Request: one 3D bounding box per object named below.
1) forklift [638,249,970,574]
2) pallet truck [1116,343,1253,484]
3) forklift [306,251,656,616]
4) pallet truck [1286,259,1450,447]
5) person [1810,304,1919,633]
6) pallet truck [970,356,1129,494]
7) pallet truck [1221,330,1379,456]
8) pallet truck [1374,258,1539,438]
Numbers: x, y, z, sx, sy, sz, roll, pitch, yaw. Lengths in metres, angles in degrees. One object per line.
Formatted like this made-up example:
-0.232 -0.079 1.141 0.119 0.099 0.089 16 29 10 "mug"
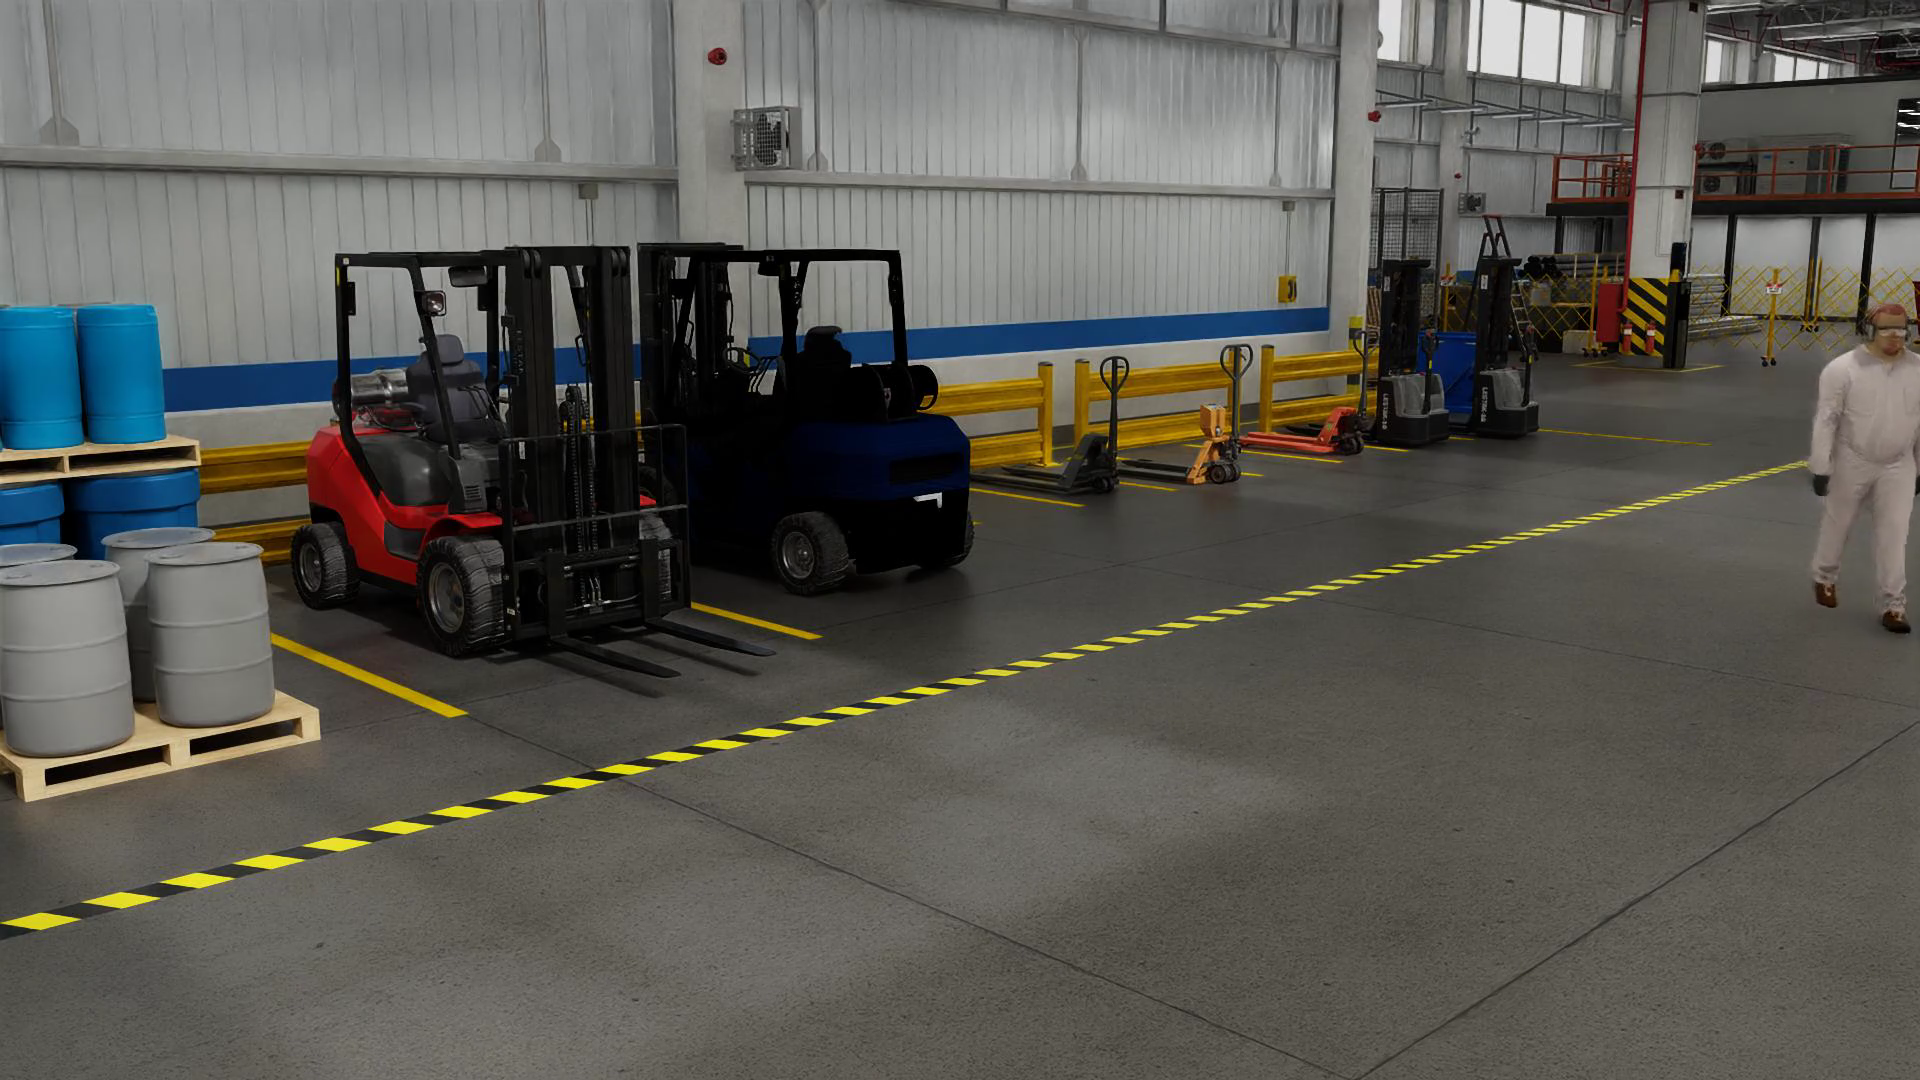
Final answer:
-1.173 -0.958 11.239 2.680 1.987 1.157 10 14 43 "forklift"
1.962 -1.215 15.415 1.522 1.261 0.704 10 14 43 "pallet truck"
-2.833 -0.669 9.694 1.157 1.987 2.680 -10 14 -44 "forklift"
4.493 -2.078 18.196 0.823 1.965 1.885 -9 14 -40 "pallet truck"
5.316 -0.451 9.727 0.669 1.859 1.007 2 11 11 "person"
0.784 -1.085 14.876 0.680 1.201 1.601 -10 14 -44 "pallet truck"
3.563 -1.581 17.381 0.653 1.274 1.630 -10 14 -44 "pallet truck"
5.704 -2.208 18.901 1.885 1.965 0.823 10 14 43 "pallet truck"
